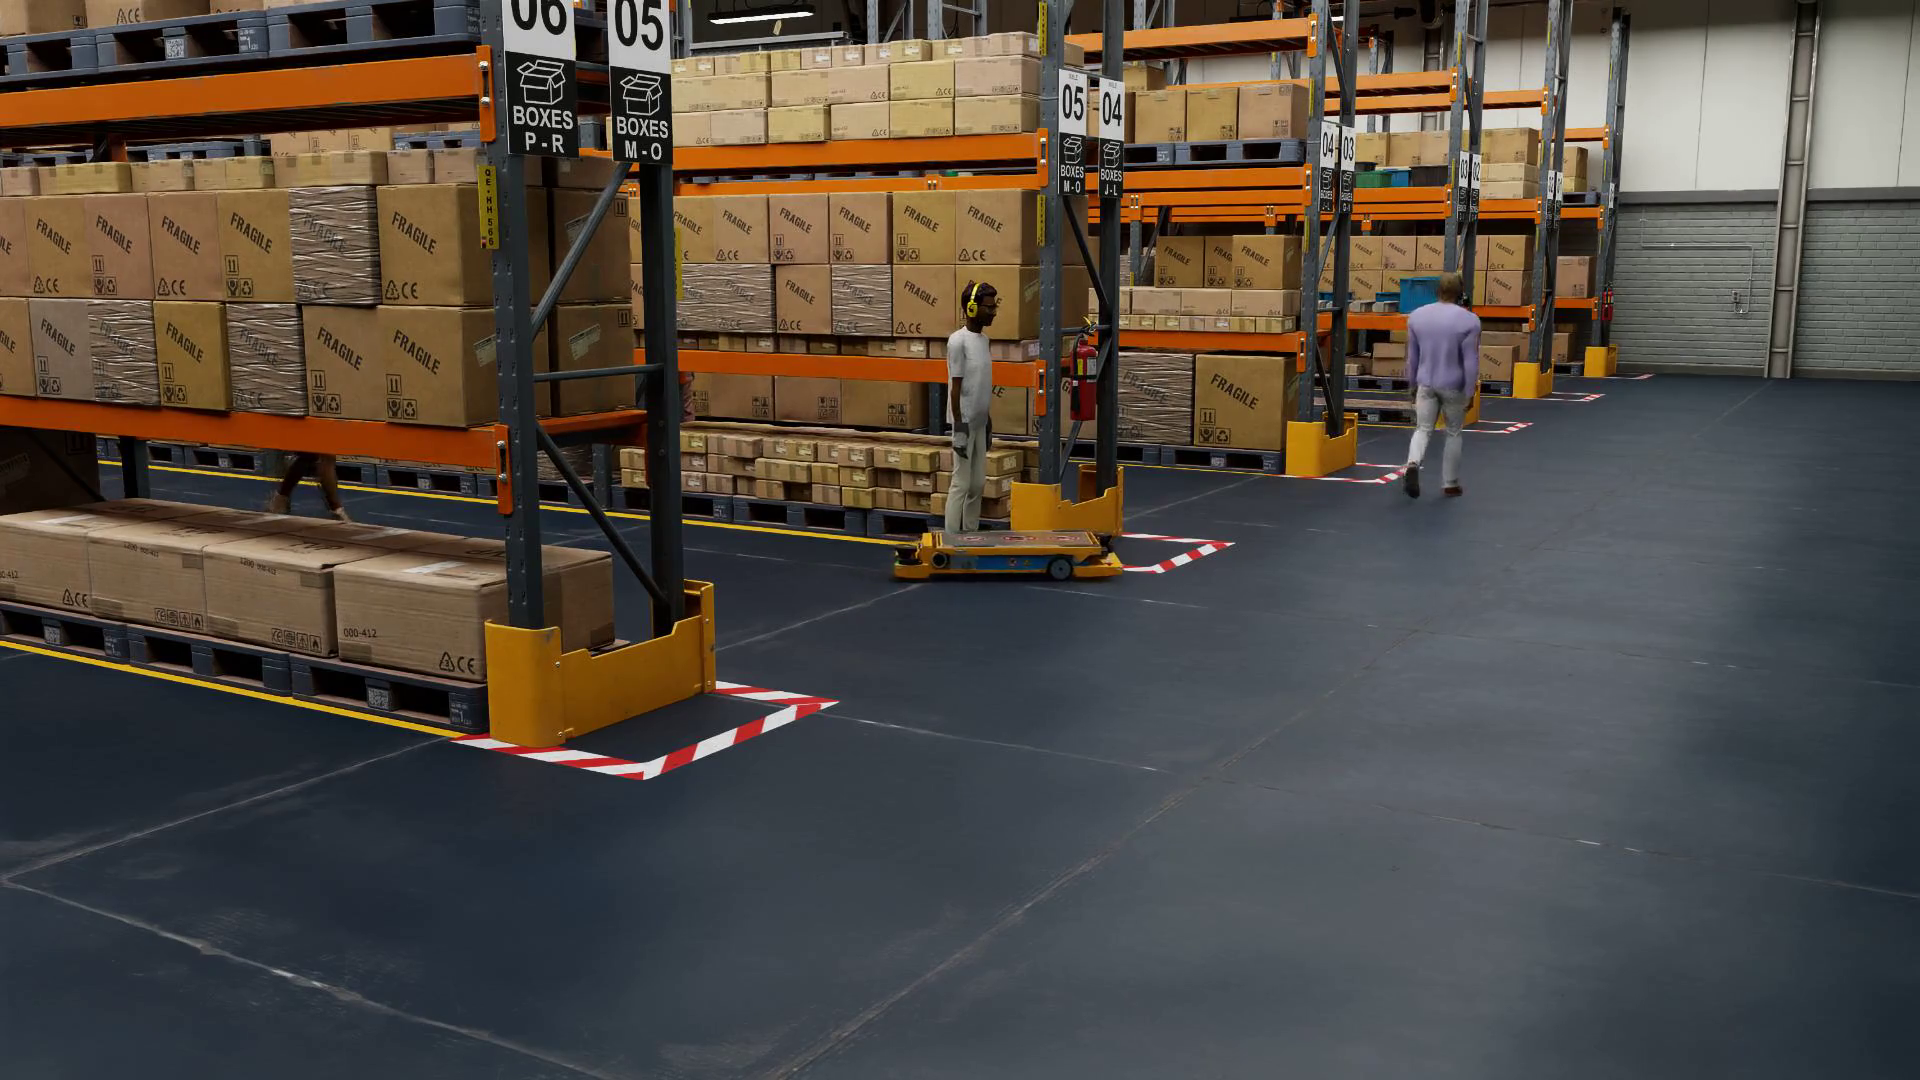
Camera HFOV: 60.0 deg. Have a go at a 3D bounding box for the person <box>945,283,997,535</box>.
[{"bbox_3d":[0.083,-0.733,10.815,0.331,1.860,0.512,5,11,26],"label":"person"}]

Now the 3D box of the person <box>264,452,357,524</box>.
[{"bbox_3d":[-4.782,-1.030,12.174,1.042,2.000,0.619,3,10,19],"label":"person"}]

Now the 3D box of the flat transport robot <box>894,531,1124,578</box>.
[{"bbox_3d":[0.298,0.083,10.672,1.431,0.197,0.652,0,10,-2],"label":"flat transport robot"}]

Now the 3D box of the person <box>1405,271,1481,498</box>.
[{"bbox_3d":[3.987,-1.274,13.823,0.639,1.915,0.776,7,12,34],"label":"person"}]

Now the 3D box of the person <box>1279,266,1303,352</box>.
[{"bbox_3d":[3.870,-2.234,19.361,0.369,1.940,0.631,4,11,23],"label":"person"}]

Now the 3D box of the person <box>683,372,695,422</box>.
[{"bbox_3d":[-2.799,-1.637,15.962,0.399,1.909,0.642,7,12,34],"label":"person"}]
